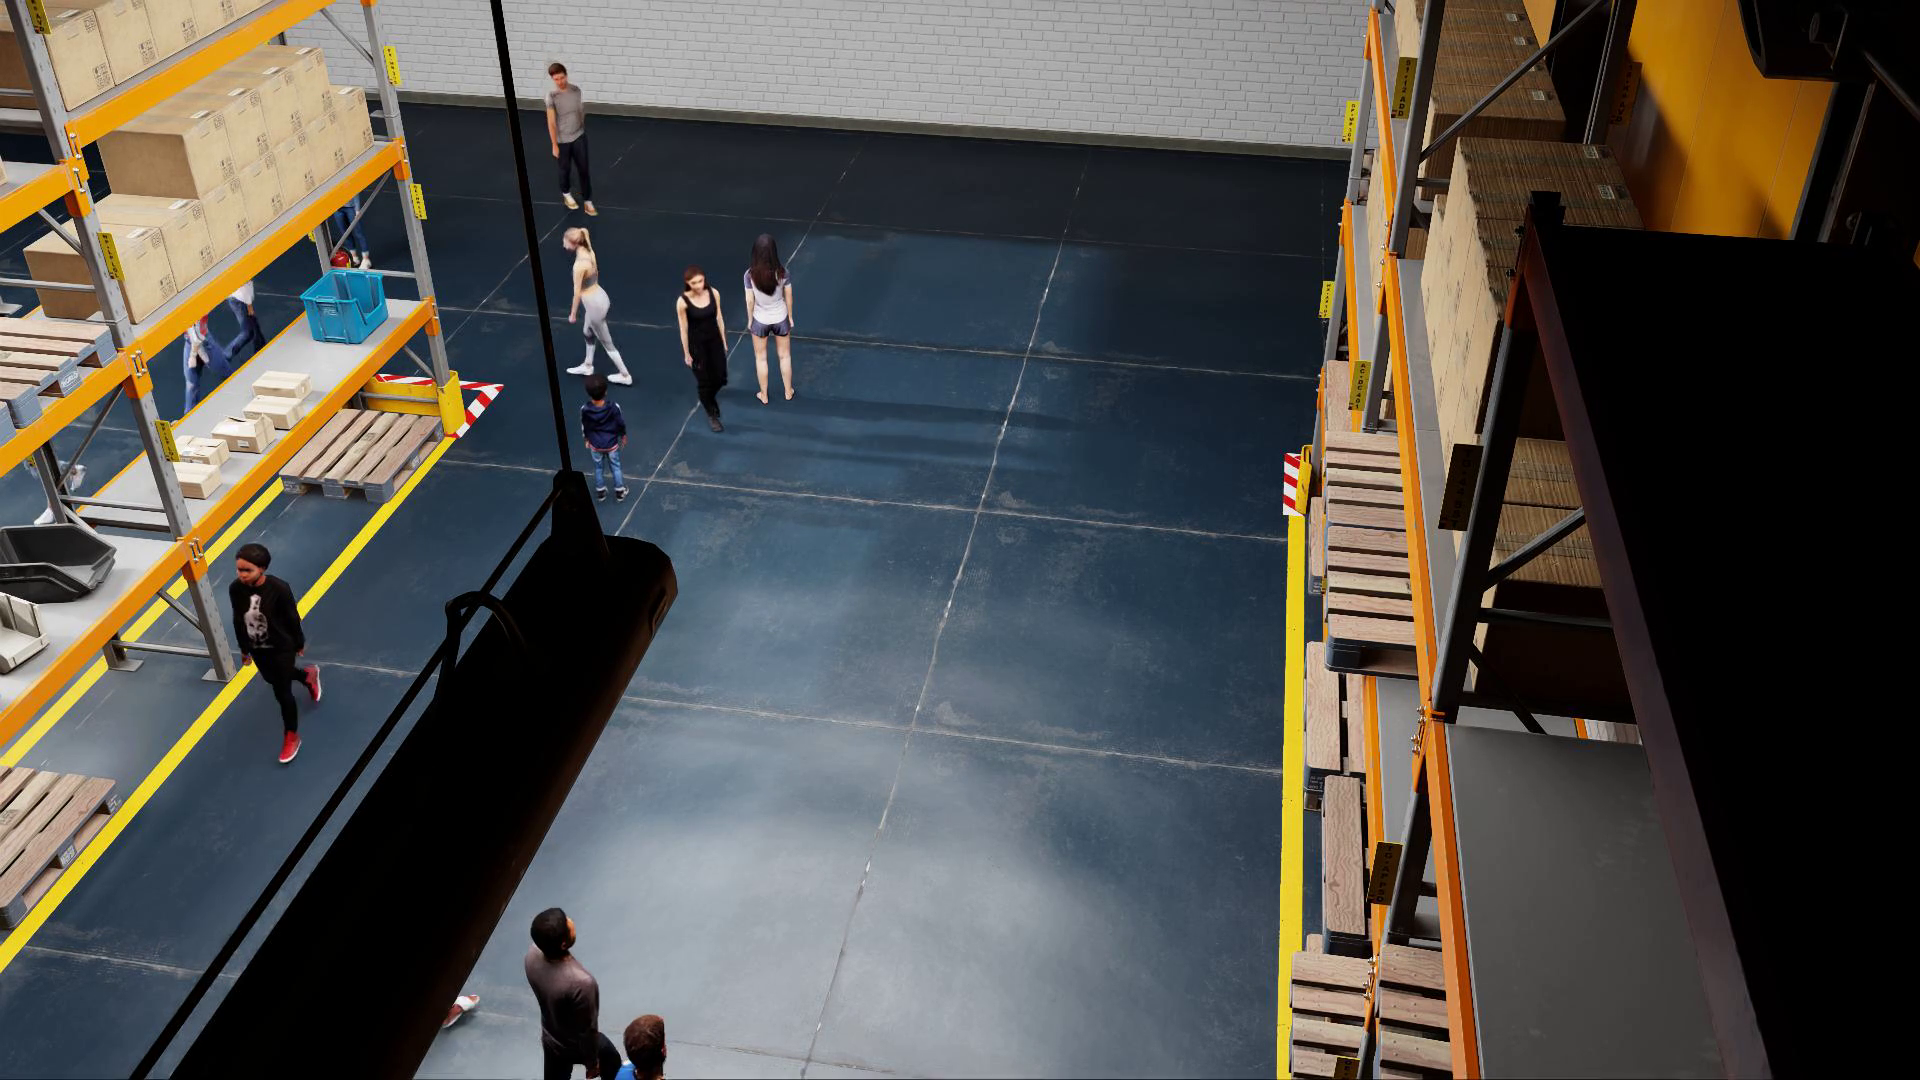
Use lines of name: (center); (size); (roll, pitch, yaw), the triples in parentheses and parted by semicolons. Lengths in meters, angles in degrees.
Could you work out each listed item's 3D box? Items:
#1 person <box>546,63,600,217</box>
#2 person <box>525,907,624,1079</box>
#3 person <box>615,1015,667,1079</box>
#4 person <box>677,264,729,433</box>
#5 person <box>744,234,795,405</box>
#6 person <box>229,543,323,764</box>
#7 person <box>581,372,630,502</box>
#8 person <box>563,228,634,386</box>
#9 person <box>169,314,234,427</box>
person: (-4.650, -4.771, 19.693); (1.020, 1.841, 1.101); (-23, 40, -31)
person: (-2.095, 2.639, 8.653); (1.221, 1.723, 1.016); (8, 34, 11)
person: (-1.472, 3.075, 7.912); (0.934, 1.815, 1.116); (23, 40, 30)
person: (-2.403, -1.809, 15.387); (0.773, 1.674, 0.832); (-20, 38, -27)
person: (-1.812, -2.103, 15.801); (0.670, 1.706, 0.660); (-8, 34, -12)
person: (-4.786, 0.692, 11.650); (0.621, 1.647, 1.040); (4, 34, 5)
person: (-3.092, -0.889, 14.412); (0.559, 1.221, 0.538); (0, 34, 0)
person: (-3.438, -2.213, 16.006); (0.685, 1.663, 0.855); (6, 34, 9)
person: (-6.953, -1.800, 15.468); (0.933, 1.571, 1.116); (25, 41, 33)
